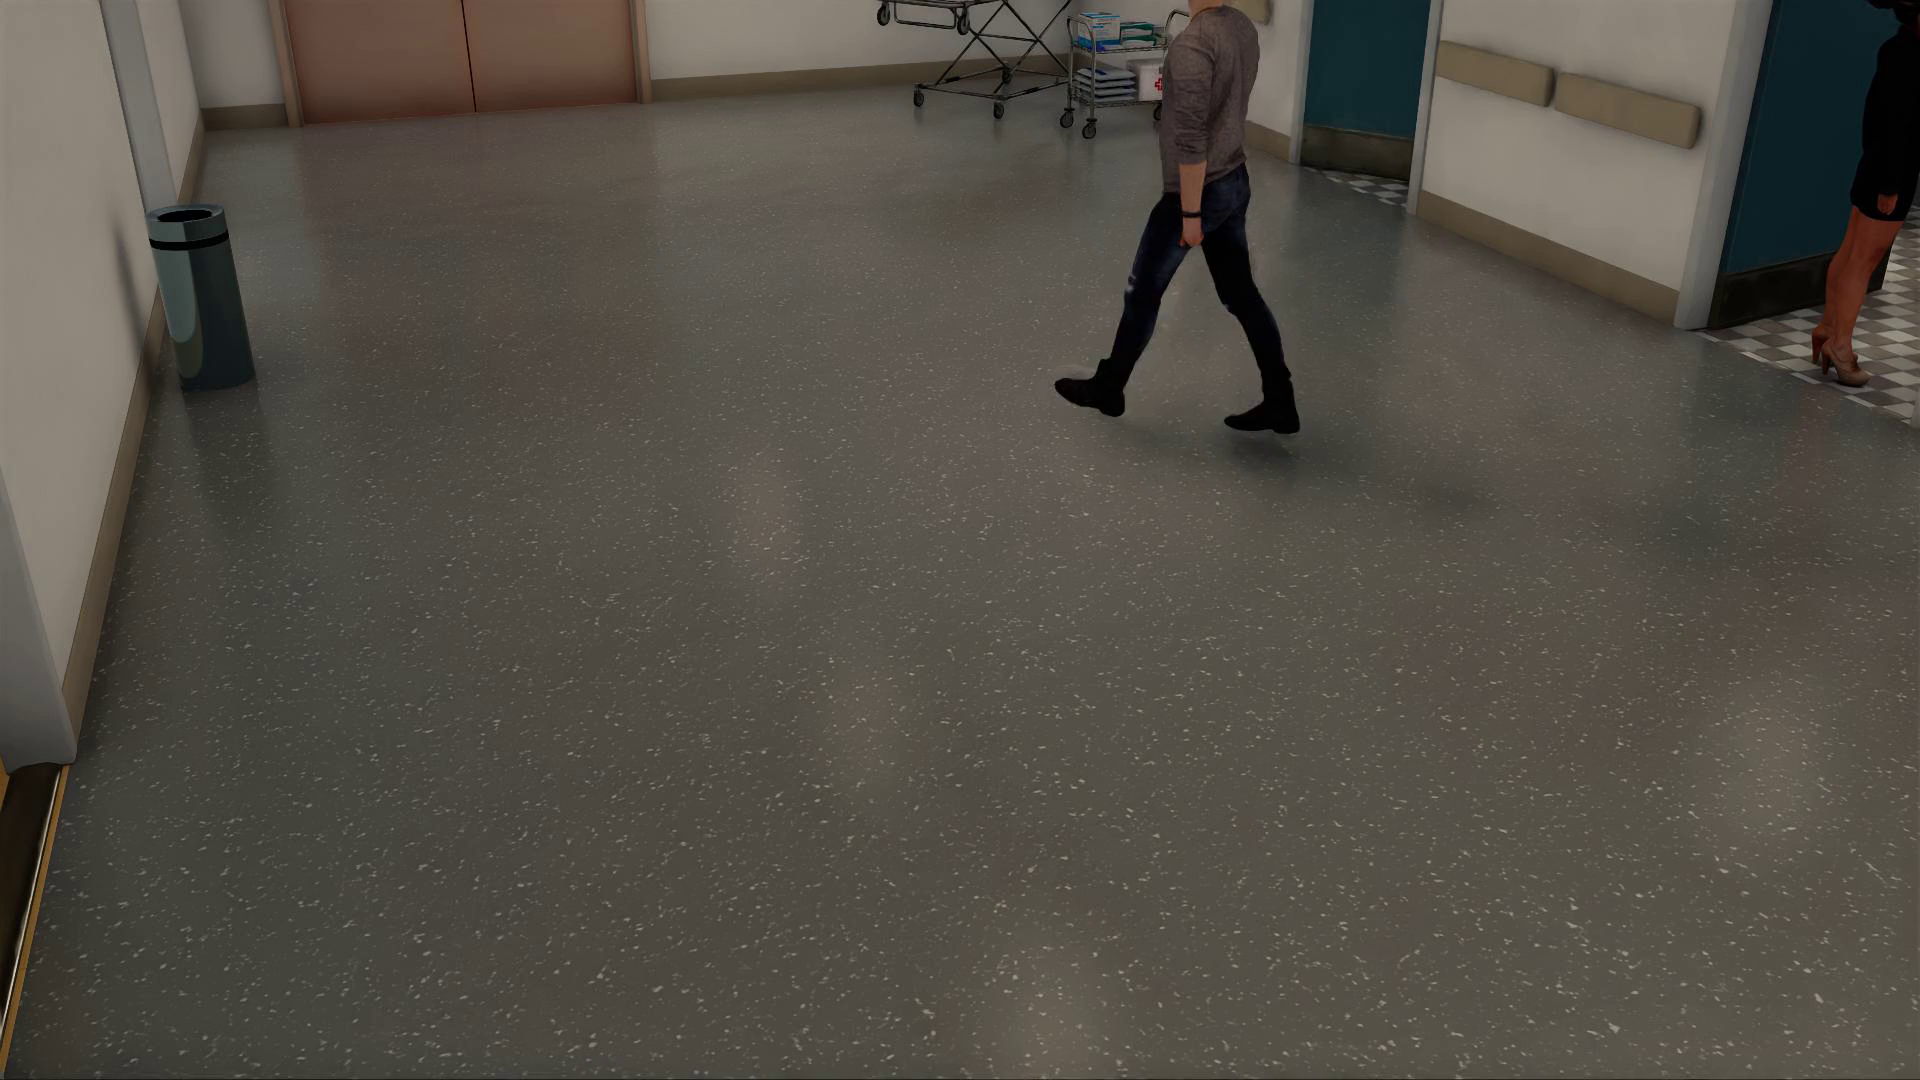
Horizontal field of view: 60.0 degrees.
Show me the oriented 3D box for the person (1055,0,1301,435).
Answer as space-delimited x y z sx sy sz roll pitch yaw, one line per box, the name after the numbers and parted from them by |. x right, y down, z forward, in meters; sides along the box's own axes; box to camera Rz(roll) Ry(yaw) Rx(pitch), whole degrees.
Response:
0.975 -1.227 6.064 1.321 1.851 1.160 16 30 30 | person

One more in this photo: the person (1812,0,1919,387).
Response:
3.779 -1.464 6.798 0.775 1.640 0.710 8 27 17 | person
